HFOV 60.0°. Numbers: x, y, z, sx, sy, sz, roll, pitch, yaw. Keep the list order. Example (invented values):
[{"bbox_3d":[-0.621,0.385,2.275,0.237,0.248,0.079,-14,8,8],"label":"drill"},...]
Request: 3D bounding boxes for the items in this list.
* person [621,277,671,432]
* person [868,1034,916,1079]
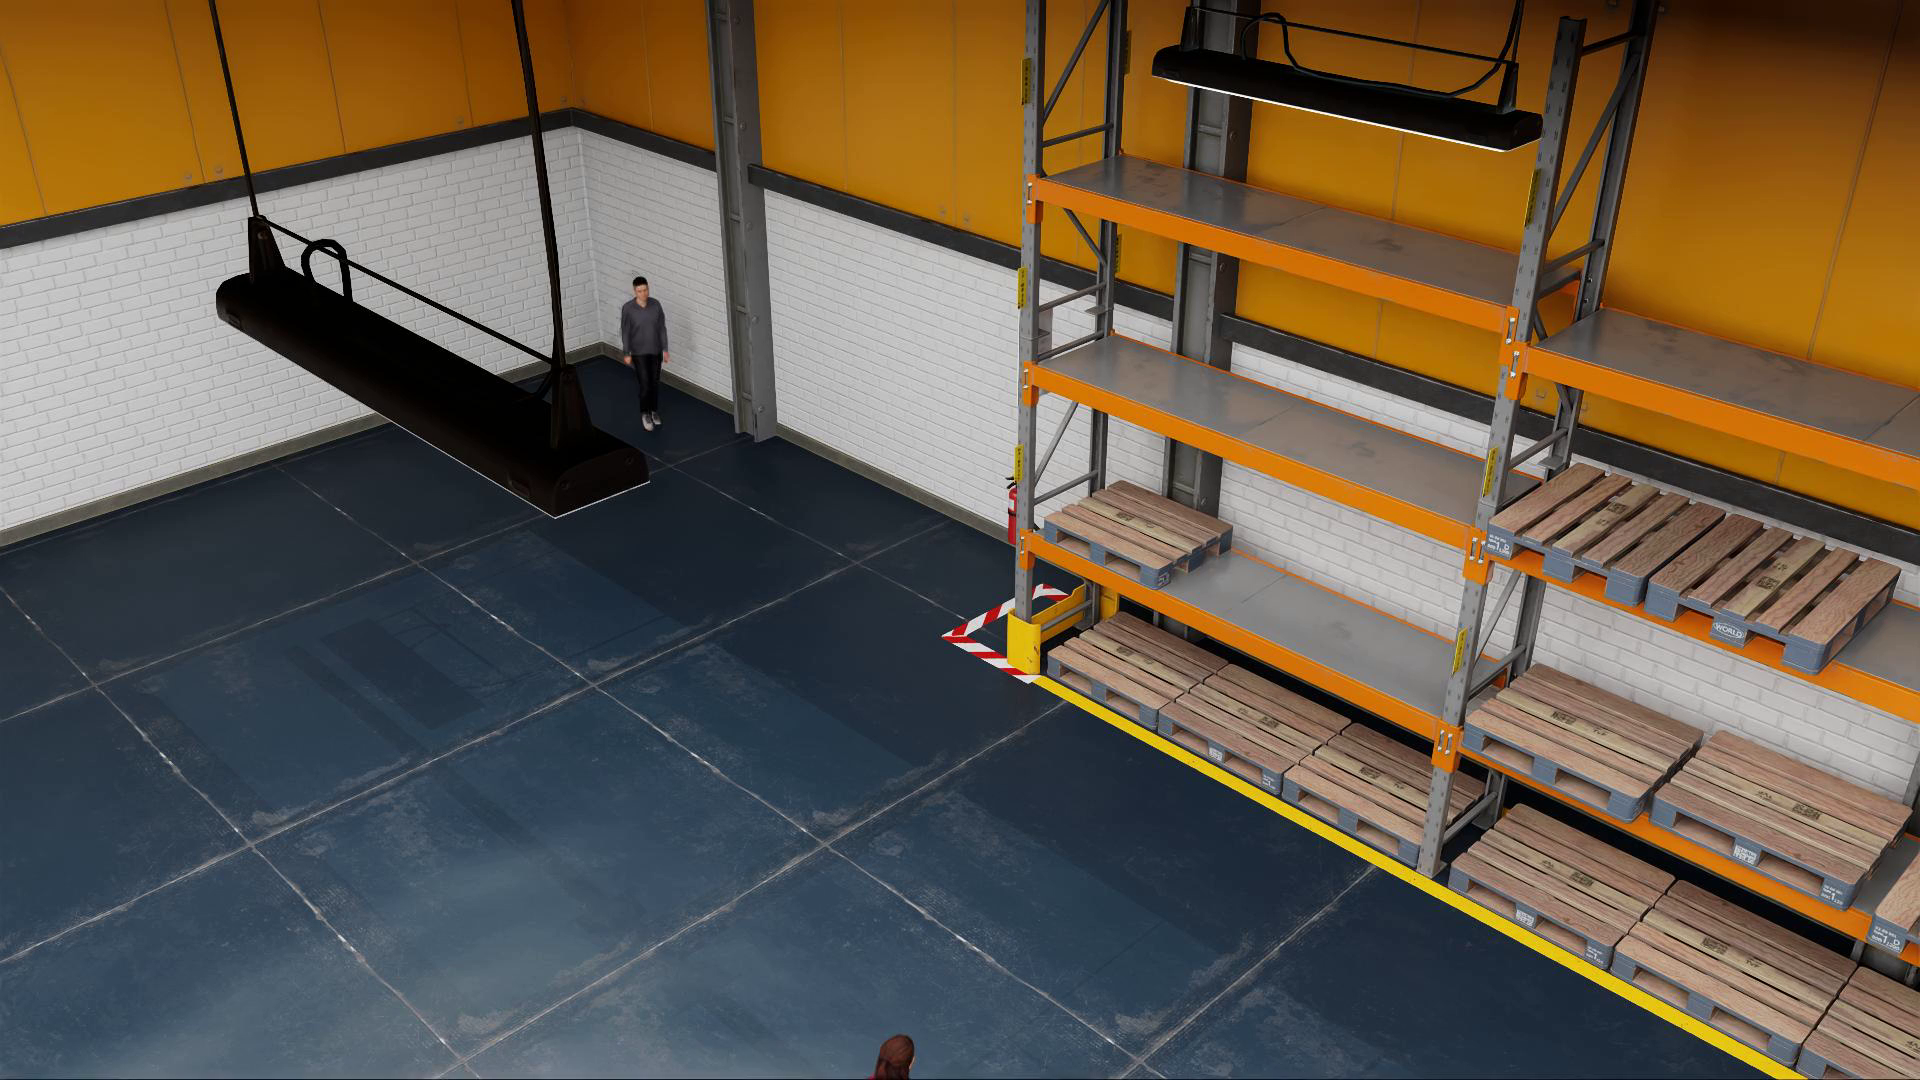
[{"bbox_3d":[-3.505,-2.117,18.452,0.692,1.747,0.695,-17,33,-29],"label":"person"},{"bbox_3d":[-0.333,3.242,8.831,0.649,1.553,0.710,10,30,18],"label":"person"}]
